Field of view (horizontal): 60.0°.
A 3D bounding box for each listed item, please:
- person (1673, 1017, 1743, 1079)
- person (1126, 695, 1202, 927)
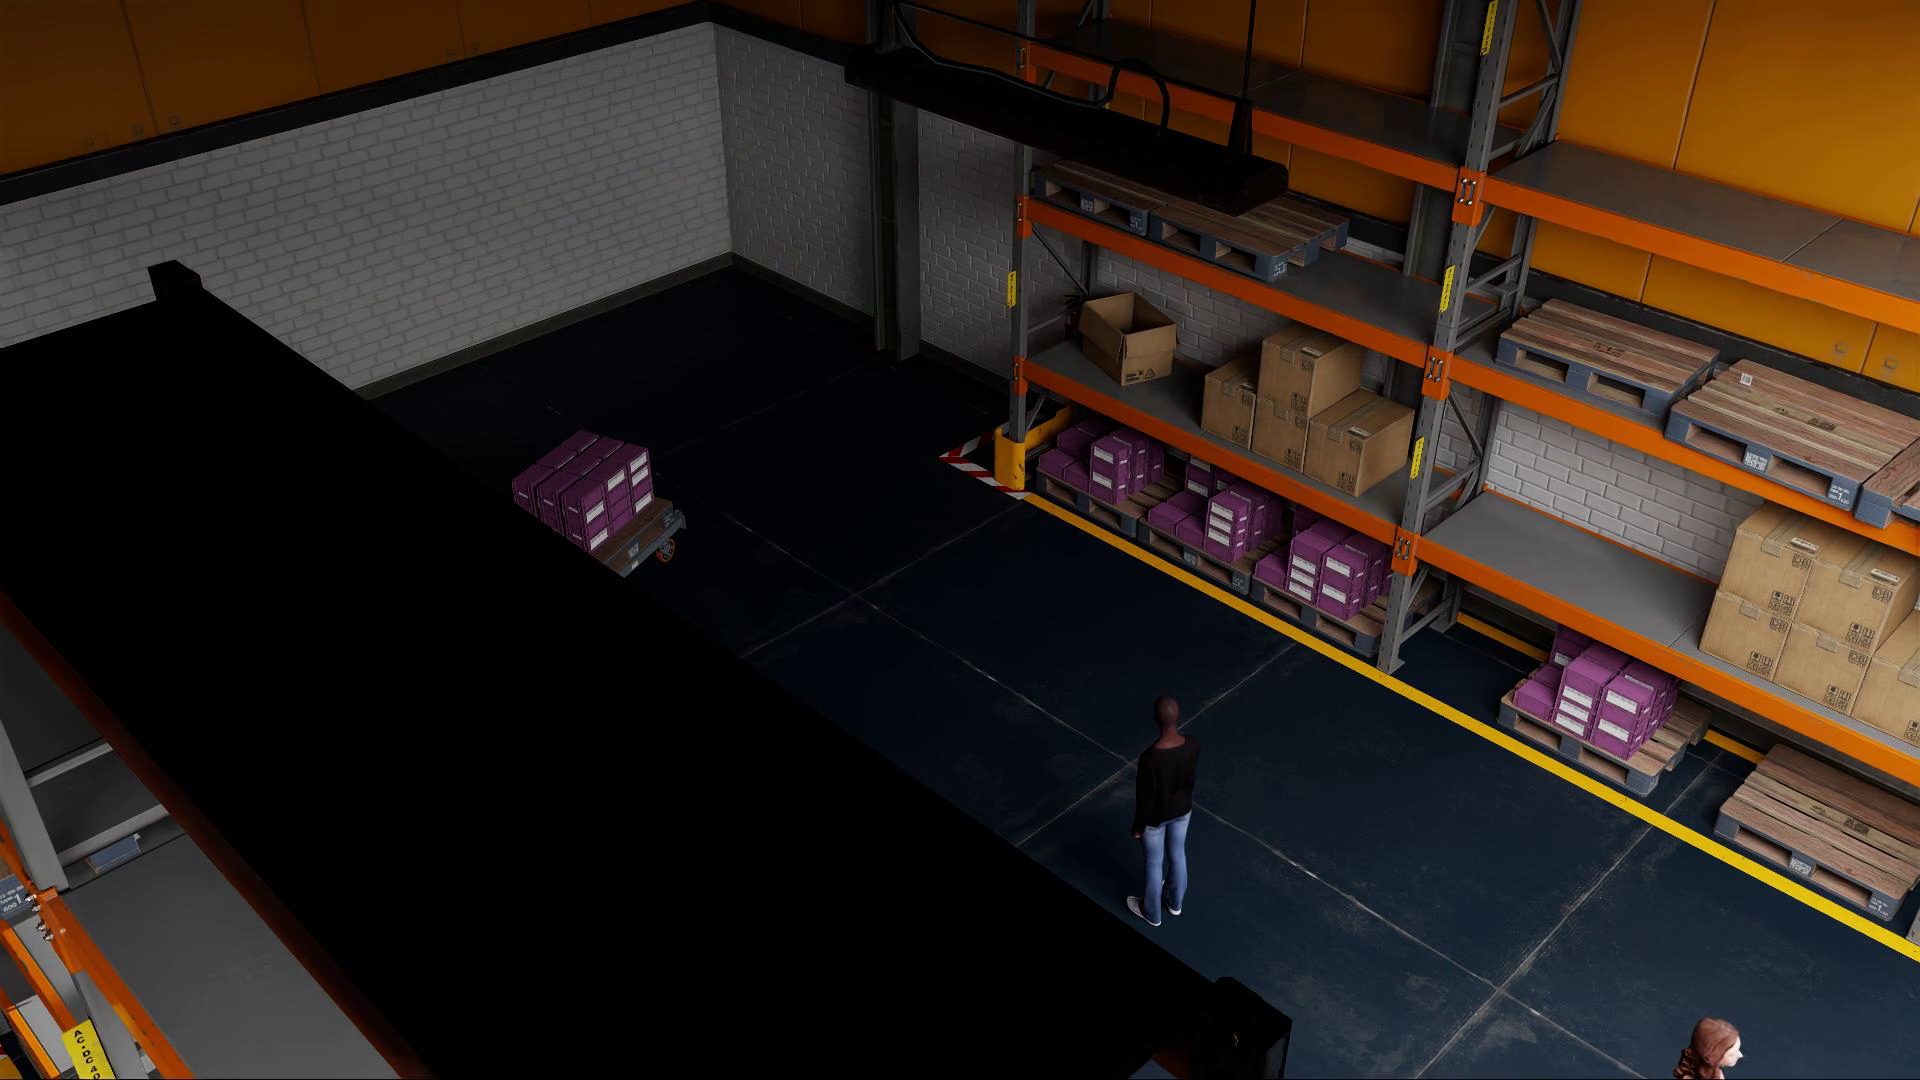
[{"bbox_3d":[3.645,3.049,8.432,0.625,1.748,0.645,15,37,22],"label":"person"},{"bbox_3d":[1.290,1.711,10.448,0.654,1.745,0.633,-16,37,-23],"label":"person"}]
